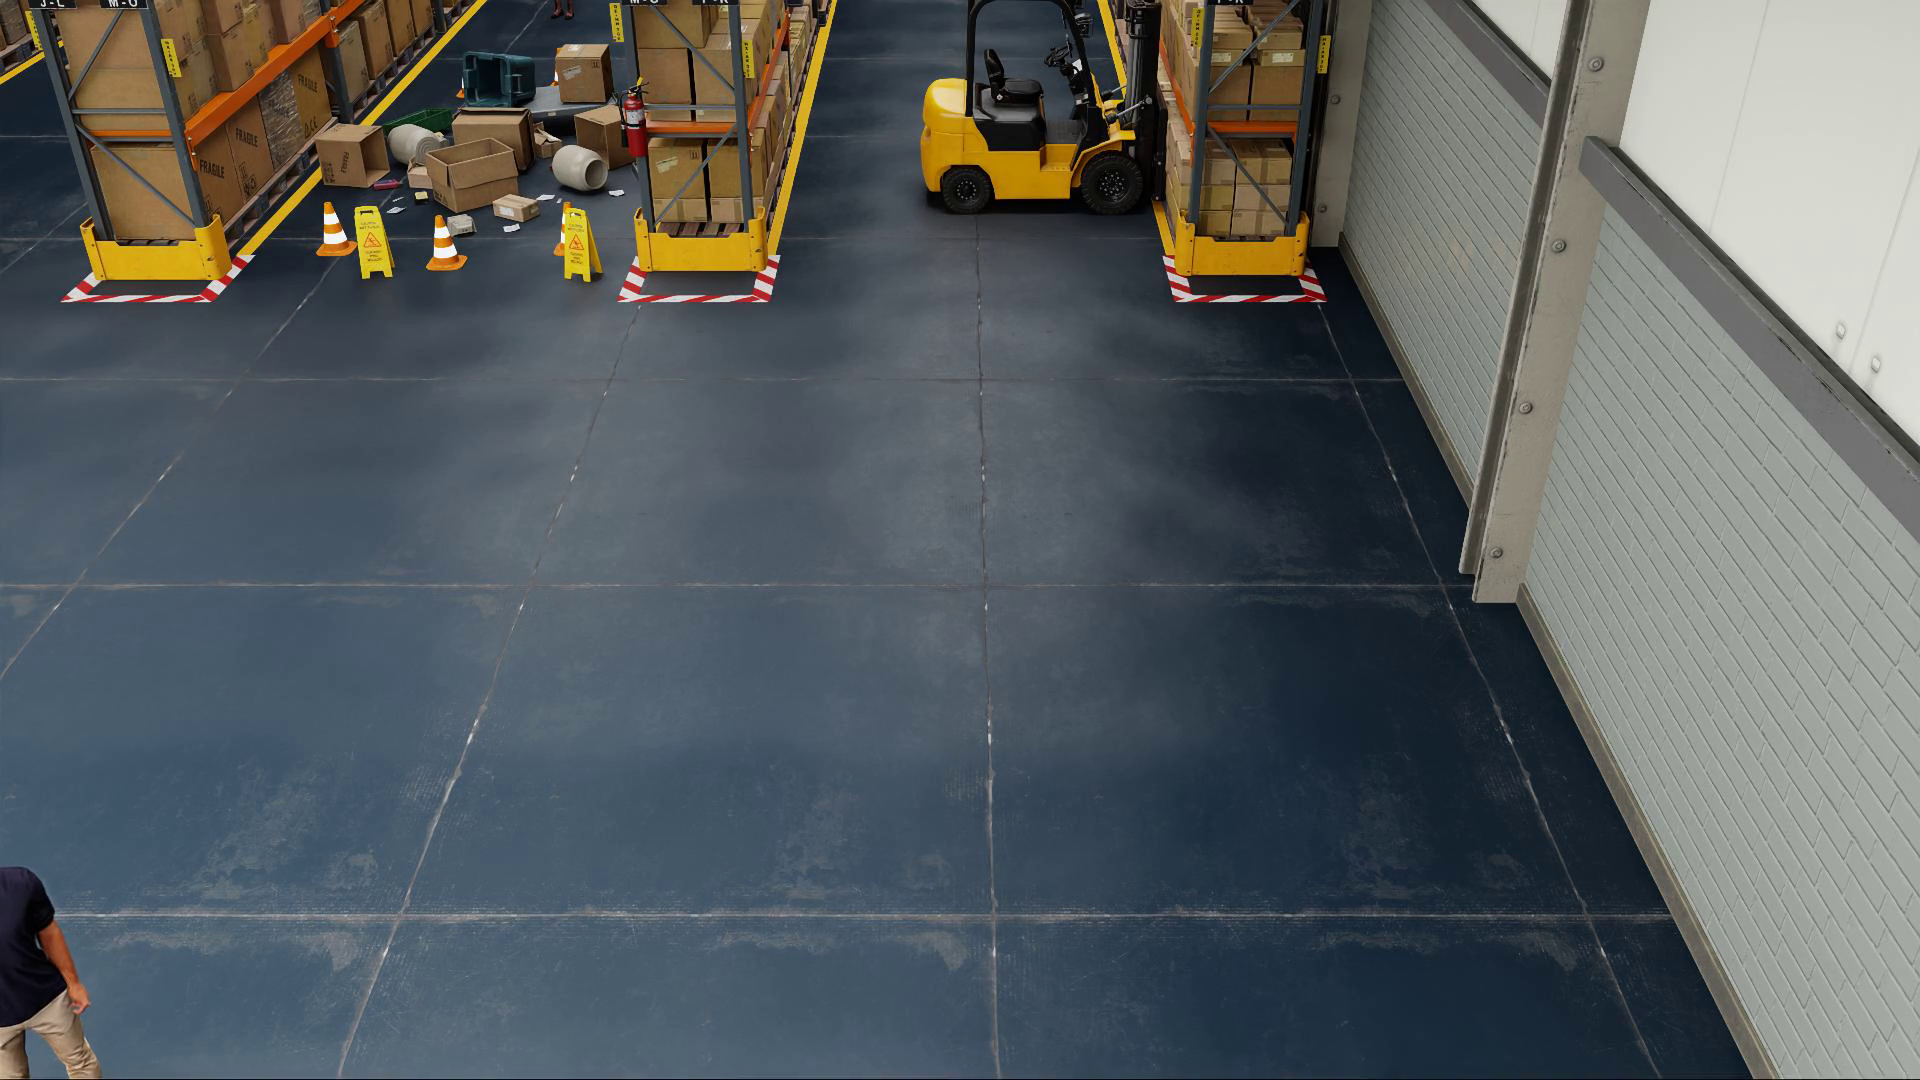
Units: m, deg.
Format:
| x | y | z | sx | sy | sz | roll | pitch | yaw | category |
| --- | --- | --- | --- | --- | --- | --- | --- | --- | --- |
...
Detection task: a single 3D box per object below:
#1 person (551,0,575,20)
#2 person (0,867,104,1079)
| x | y | z | sx | sy | sz | roll | pitch | yaw | category |
| --- | --- | --- | --- | --- | --- | --- | --- | --- | --- |
| -5.412 | -7.776 | 22.383 | 0.581 | 1.440 | 0.564 | 8 | 33 | 12 | person |
| -3.817 | 1.854 | 6.723 | 0.711 | 1.859 | 0.719 | -20 | 37 | -28 | person |
